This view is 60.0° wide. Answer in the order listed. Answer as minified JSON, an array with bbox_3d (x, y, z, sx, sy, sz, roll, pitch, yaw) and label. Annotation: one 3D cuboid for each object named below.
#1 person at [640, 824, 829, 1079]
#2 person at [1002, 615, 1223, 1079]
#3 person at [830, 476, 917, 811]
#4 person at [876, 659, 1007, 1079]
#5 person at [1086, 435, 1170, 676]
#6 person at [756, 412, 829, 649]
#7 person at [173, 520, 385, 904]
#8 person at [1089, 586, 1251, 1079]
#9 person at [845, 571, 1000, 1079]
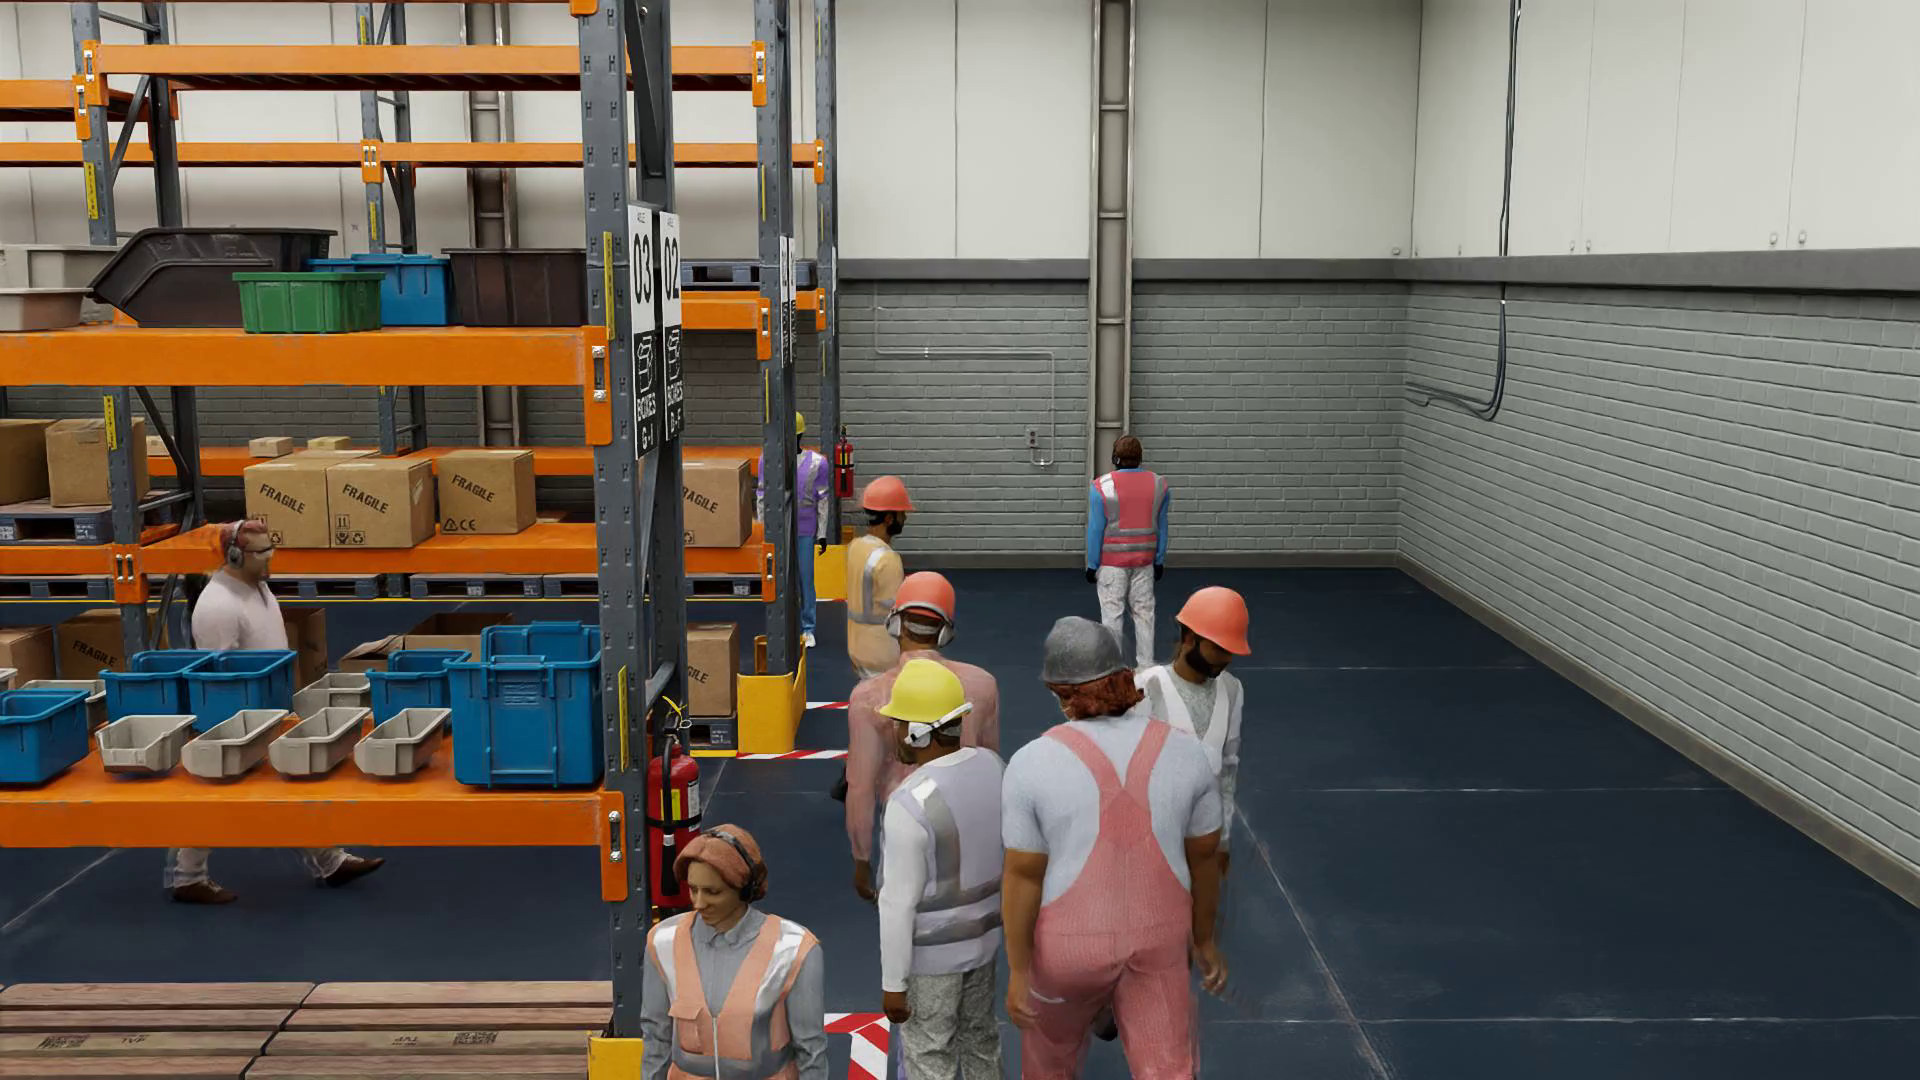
[{"bbox_3d":[-0.583,1.524,4.337,0.525,1.631,0.320,3,10,16],"label":"person"},{"bbox_3d":[0.465,1.188,5.140,0.723,2.000,1.073,-2,10,-14],"label":"person"},{"bbox_3d":[-0.408,0.612,9.029,0.441,1.929,0.577,-4,10,-22],"label":"person"},{"bbox_3d":[-0.067,1.277,5.293,0.404,1.825,0.584,7,11,36],"label":"person"},{"bbox_3d":[1.200,0.154,12.089,0.636,1.842,0.429,-3,10,-18],"label":"person"},{"bbox_3d":[-1.341,-0.082,13.306,0.584,1.917,0.381,1,9,5],"label":"person"},{"bbox_3d":[-3.343,0.827,7.933,0.993,1.852,0.676,0,9,-1],"label":"person"},{"bbox_3d":[0.760,1.086,6.196,0.612,1.901,0.616,-5,11,-29],"label":"person"},{"bbox_3d":[-0.133,1.092,6.059,0.631,1.943,0.717,-6,11,-34],"label":"person"}]
